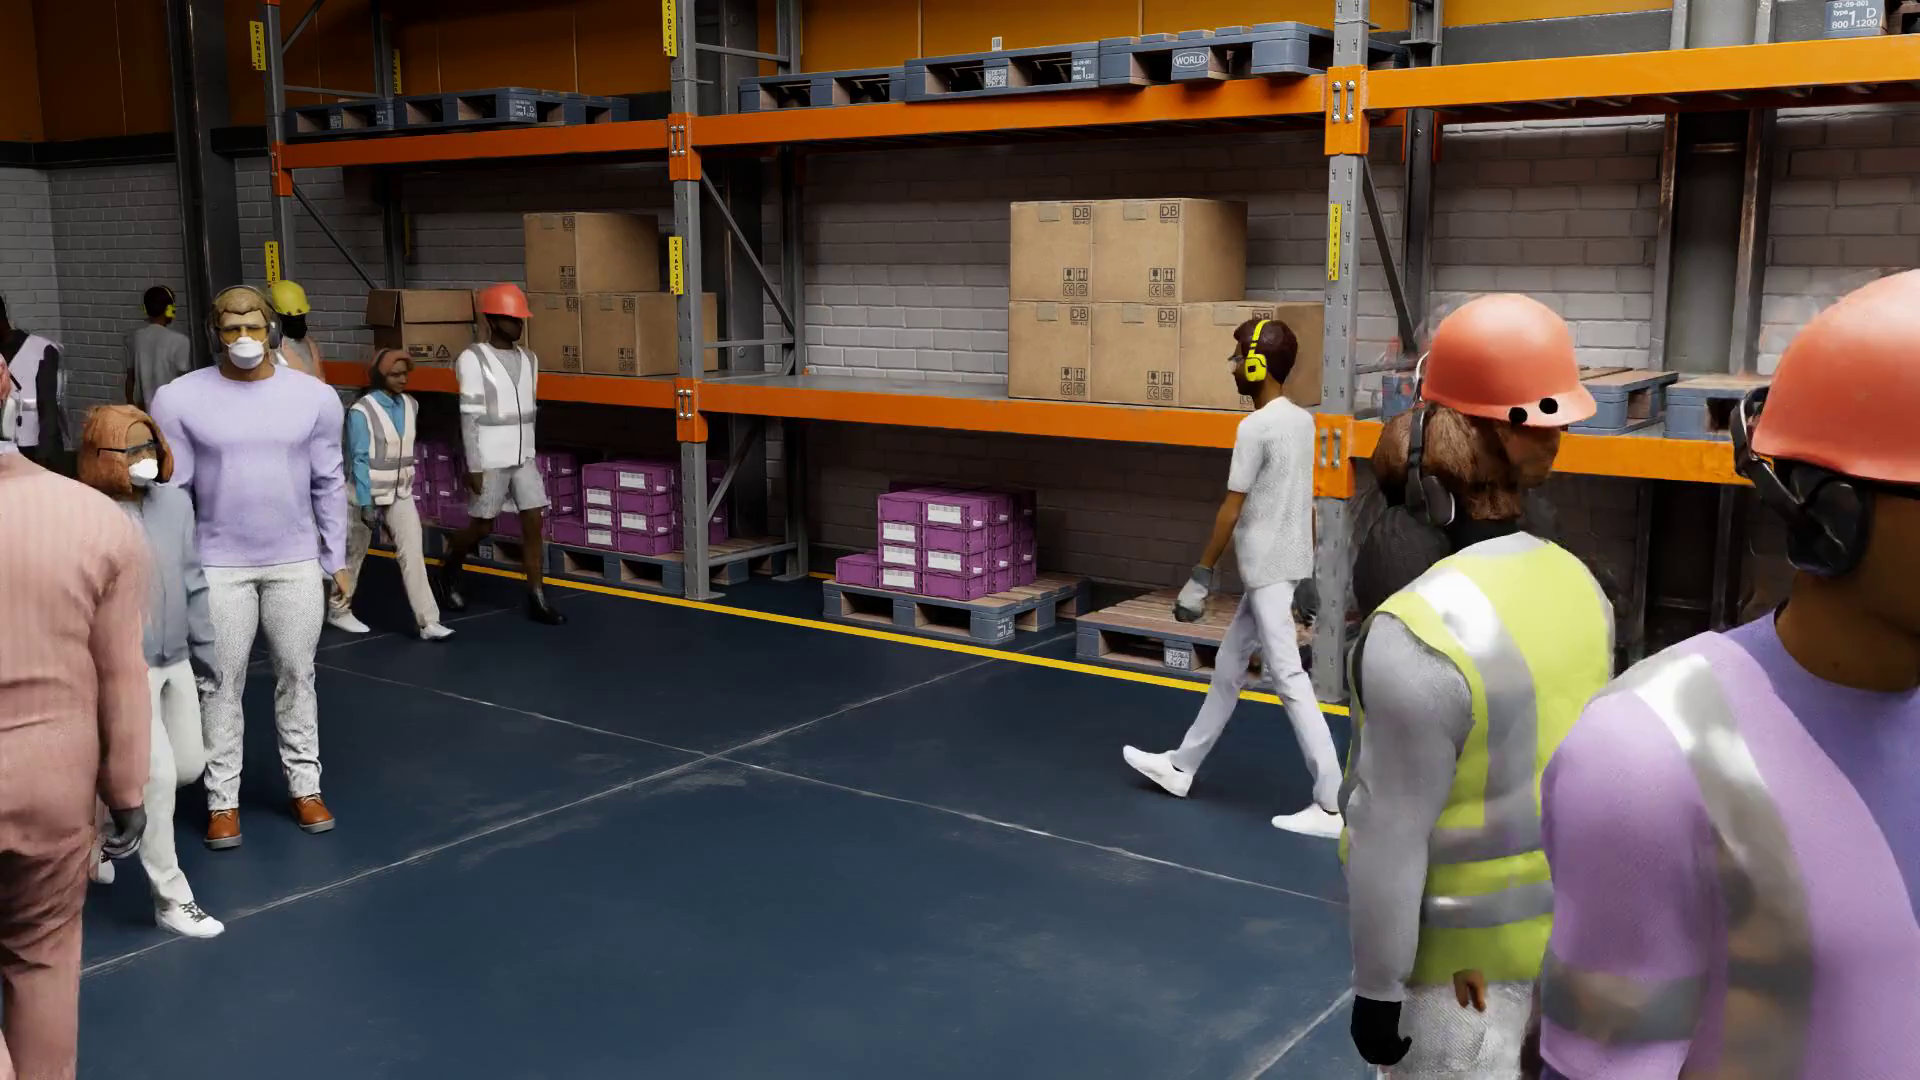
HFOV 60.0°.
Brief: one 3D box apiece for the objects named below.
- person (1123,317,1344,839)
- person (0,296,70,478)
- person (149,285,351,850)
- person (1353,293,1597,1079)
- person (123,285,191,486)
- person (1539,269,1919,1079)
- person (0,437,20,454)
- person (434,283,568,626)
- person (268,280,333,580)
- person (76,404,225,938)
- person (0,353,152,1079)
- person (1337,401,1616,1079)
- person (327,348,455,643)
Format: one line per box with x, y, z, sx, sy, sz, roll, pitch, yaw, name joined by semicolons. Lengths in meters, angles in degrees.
1.016;0.132;5.949;0.969;1.813;0.515;5;11;29;person
-5.419;-0.492;9.513;0.578;1.863;0.867;0;10;3;person
-2.446;0.090;5.806;0.629;1.940;0.379;-5;11;-29;person
0.925;0.555;2.952;0.621;1.967;0.432;-8;13;-41;person
-5.779;-0.908;12.016;0.539;1.849;0.473;0;10;2;person
0.805;0.726;1.783;0.620;2.022;0.656;-4;10;-23;person
-3.875;0.057;6.350;0.451;1.821;0.621;6;11;32;person
-2.620;-0.484;9.334;0.879;1.915;0.556;7;12;35;person
-4.163;-0.655;10.361;0.478;1.901;0.597;2;10;10;person
-2.513;0.386;5.017;0.595;1.608;0.503;3;10;16;person
-1.986;0.520;3.406;0.651;1.880;0.765;-8;13;-41;person
0.931;0.663;2.818;0.834;1.800;0.647;9;13;42;person
-3.075;-0.237;8.838;0.897;1.571;0.512;5;11;28;person
